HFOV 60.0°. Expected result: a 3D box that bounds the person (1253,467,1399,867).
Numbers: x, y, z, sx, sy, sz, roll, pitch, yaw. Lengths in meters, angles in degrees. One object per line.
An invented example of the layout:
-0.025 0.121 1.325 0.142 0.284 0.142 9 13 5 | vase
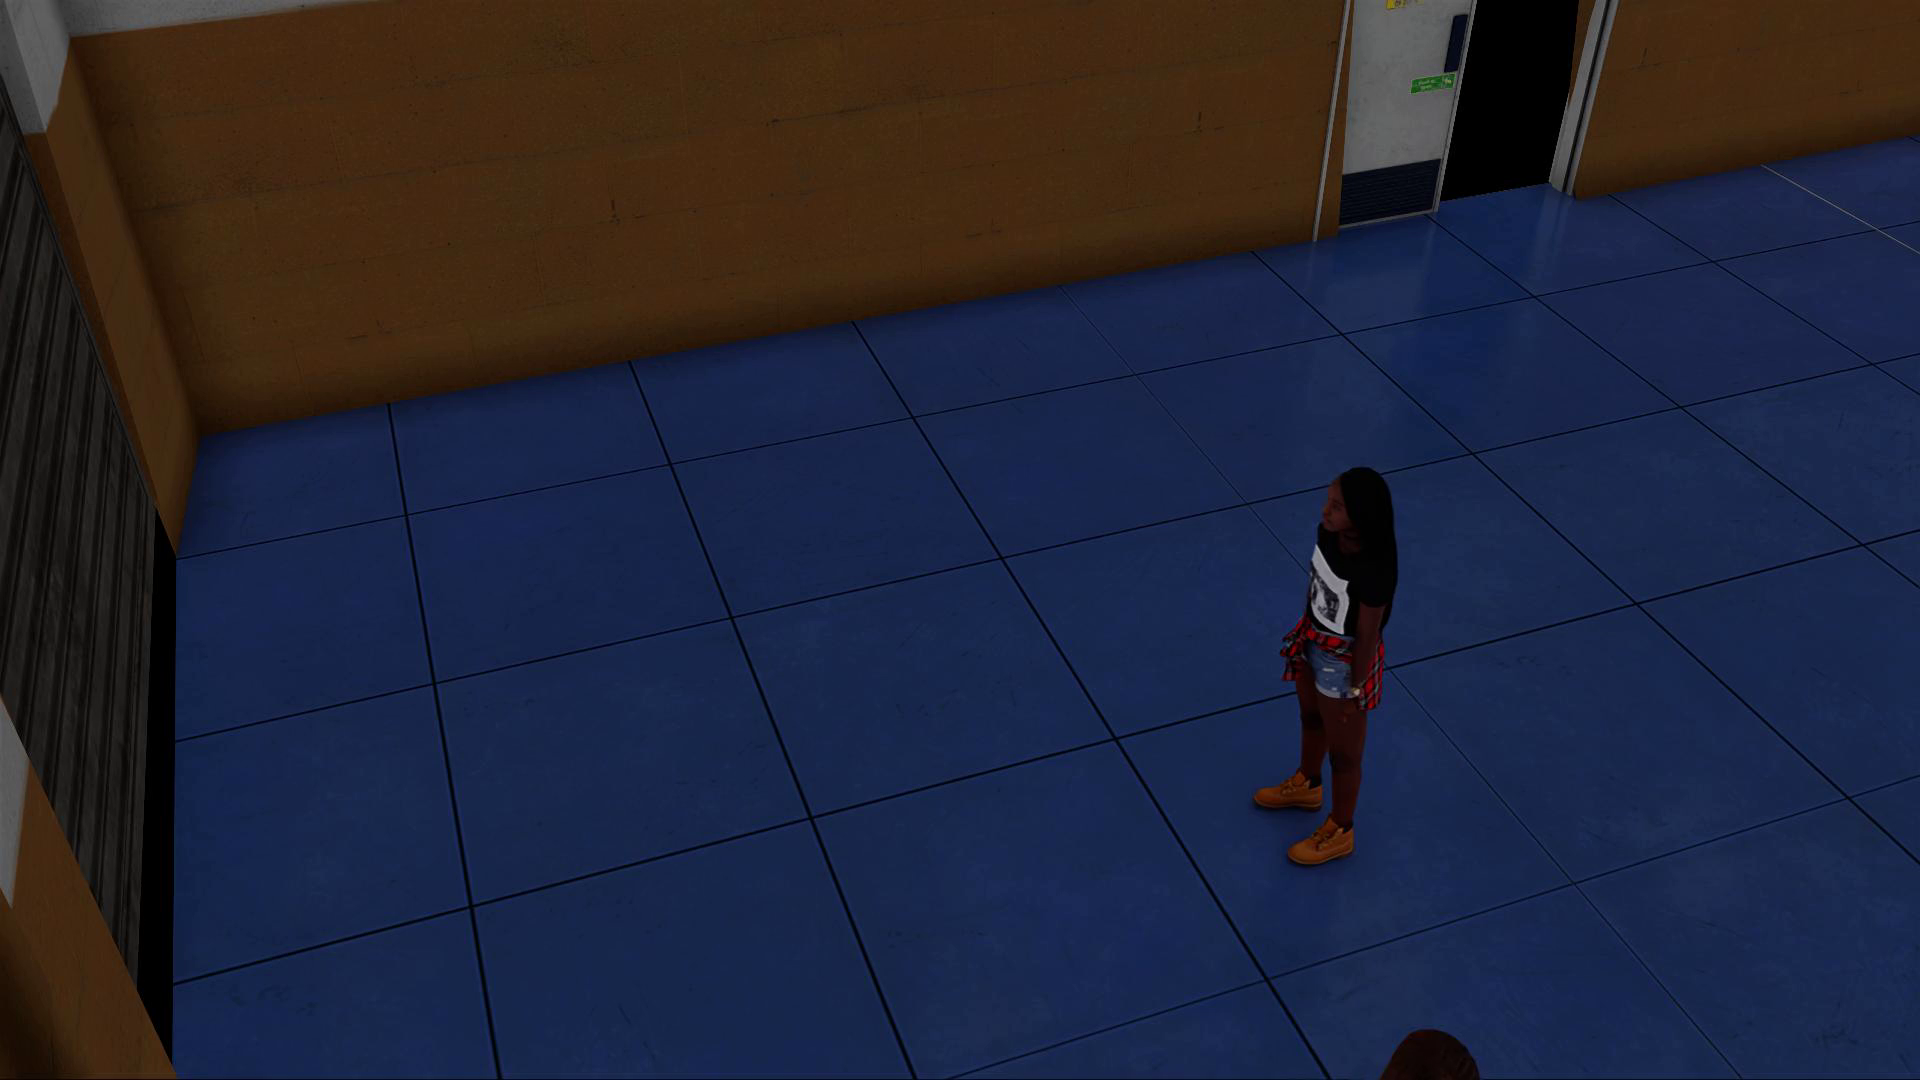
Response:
1.379 0.457 6.103 0.656 1.726 0.528 -11 38 -14 | person
